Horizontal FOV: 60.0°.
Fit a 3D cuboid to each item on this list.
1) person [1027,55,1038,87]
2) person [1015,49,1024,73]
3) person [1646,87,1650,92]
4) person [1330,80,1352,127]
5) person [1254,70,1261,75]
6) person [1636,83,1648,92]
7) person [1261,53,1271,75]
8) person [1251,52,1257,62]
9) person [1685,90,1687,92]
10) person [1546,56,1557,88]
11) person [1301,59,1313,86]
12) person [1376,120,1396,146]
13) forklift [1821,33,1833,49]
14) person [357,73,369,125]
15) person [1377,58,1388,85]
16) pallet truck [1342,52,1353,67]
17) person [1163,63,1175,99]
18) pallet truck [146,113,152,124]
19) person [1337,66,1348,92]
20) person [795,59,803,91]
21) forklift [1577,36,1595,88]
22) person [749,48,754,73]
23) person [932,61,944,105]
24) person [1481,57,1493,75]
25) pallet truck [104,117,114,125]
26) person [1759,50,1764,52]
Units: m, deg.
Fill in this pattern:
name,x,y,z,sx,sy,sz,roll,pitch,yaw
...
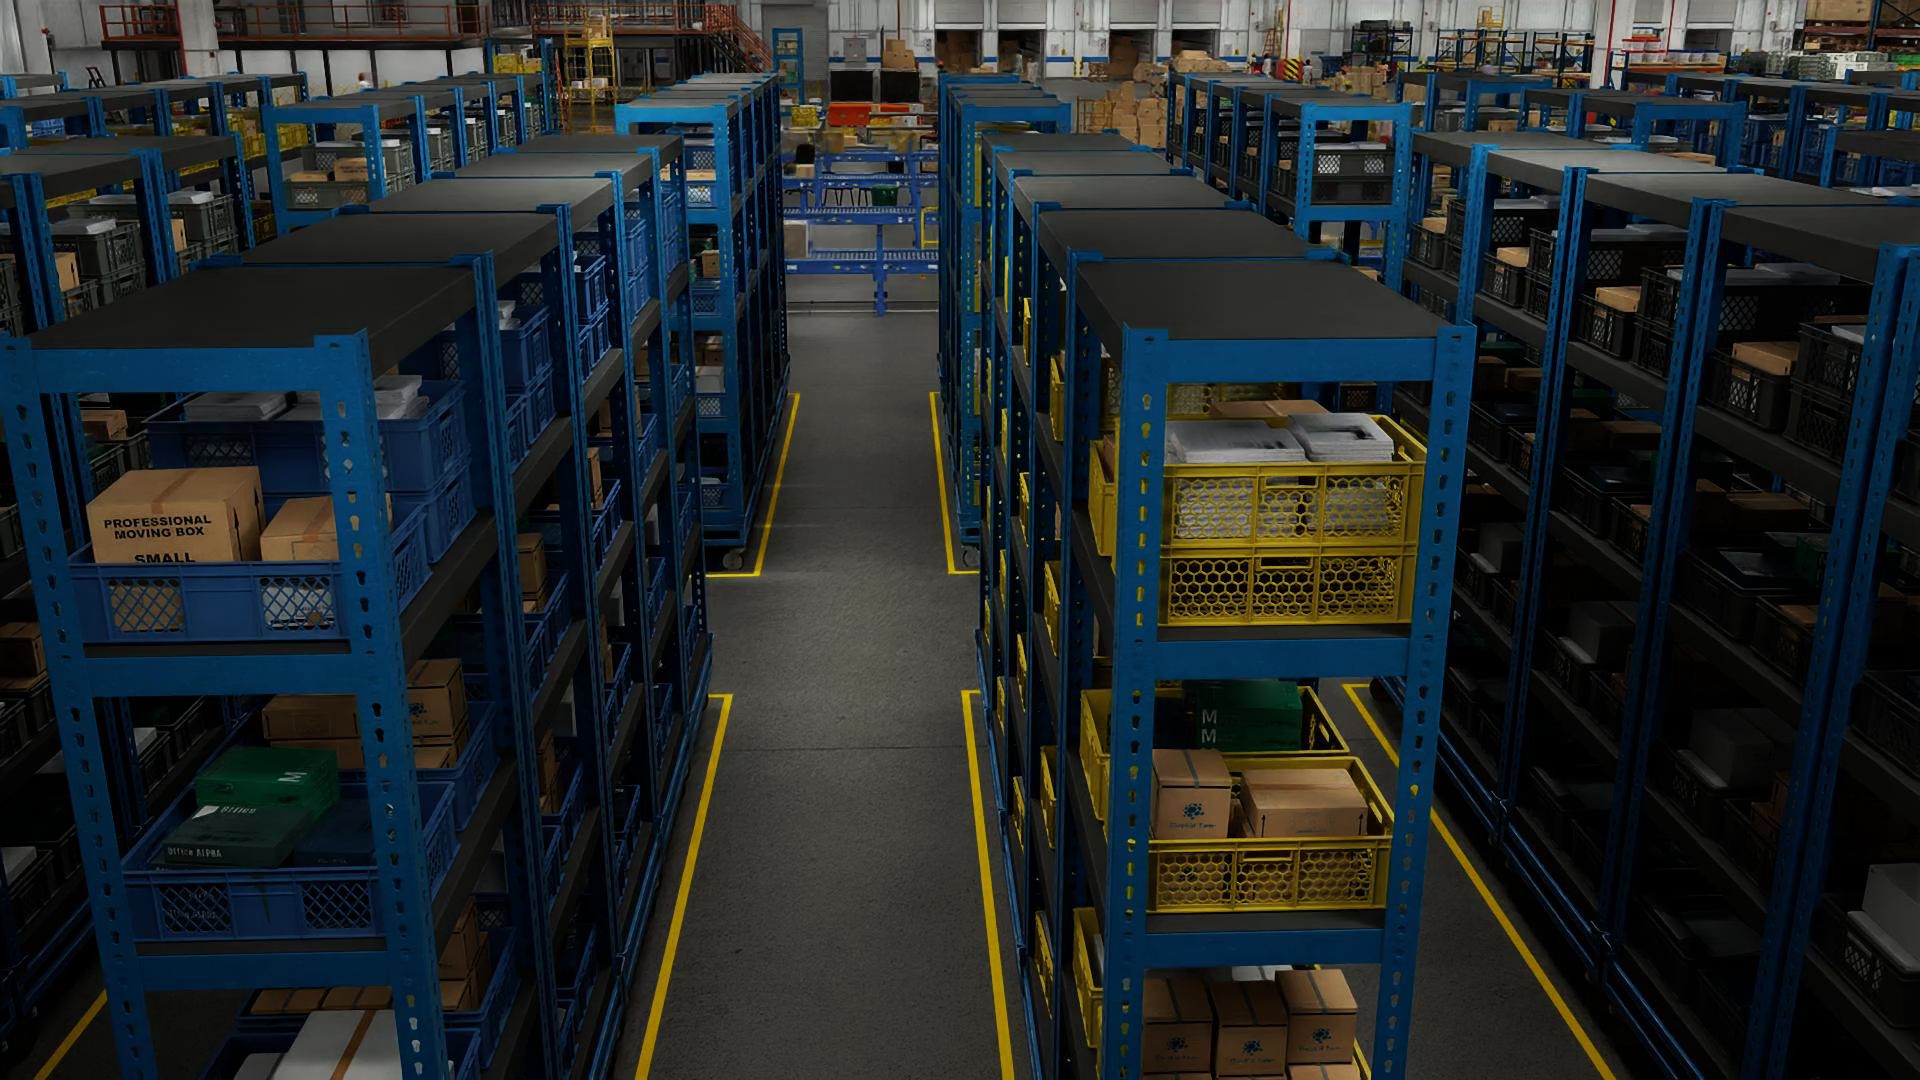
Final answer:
name,x,y,z,sx,sy,sz,roll,pitch,yaw
person,3.334,-21.914,78.607,0.655,1.921,0.669,13,22,36
person,3.317,-25.886,90.943,1.005,1.889,0.647,8,19,22
person,33.490,-22.661,81.078,0.450,1.832,0.505,-2,18,-5
person,13.253,-15.040,57.627,0.600,1.751,0.538,6,19,18
person,10.570,-15.769,59.481,0.390,1.991,0.623,-12,21,-33
person,29.639,-19.813,72.188,0.621,1.865,0.983,-1,18,-2
person,15.872,-24.218,85.932,0.887,1.809,0.624,9,20,26
person,15.951,-25.627,90.387,0.298,1.745,0.484,7,19,20
person,25.272,-15.336,58.185,0.602,1.966,0.368,1,18,3
person,28.031,-21.951,78.788,1.012,1.884,0.651,16,24,40
person,15.672,-20.772,75.186,0.503,1.861,0.328,5,19,16
person,11.473,-10.886,44.765,0.523,1.746,0.514,1,18,3
forklift,43.362,-23.988,83.493,1.873,2.768,1.129,13,22,35
person,-21.671,-16.018,60.463,0.645,1.865,0.634,4,18,13
person,20.768,-22.811,81.763,0.533,1.690,0.322,-1,18,-2
pallet truck,18.794,-23.123,82.231,0.823,1.965,1.885,-13,22,-35
person,8.291,-17.716,65.431,0.675,2.000,0.537,-2,18,-6
pallet truck,-18.087,-8.309,36.390,1.885,1.965,0.823,-1,18,-4
person,15.070,-17.705,65.583,0.382,1.929,0.537,5,19,15
person,-8.180,-23.799,84.577,0.429,1.839,0.633,1,18,2
forklift,29.905,-22.173,77.879,1.873,2.768,1.129,-15,23,-39
person,-11.676,-26.373,92.448,0.770,1.902,0.599,-3,18,-9
person,-0.808,-19.547,71.335,0.996,1.885,0.565,-9,20,-27
person,24.129,-21.196,76.442,0.658,1.893,0.550,-6,19,-17
pallet truck,-18.367,-7.885,35.078,1.885,1.965,0.823,1,18,2
person,41.776,-24.614,86.941,0.544,1.939,0.354,-9,20,-27
